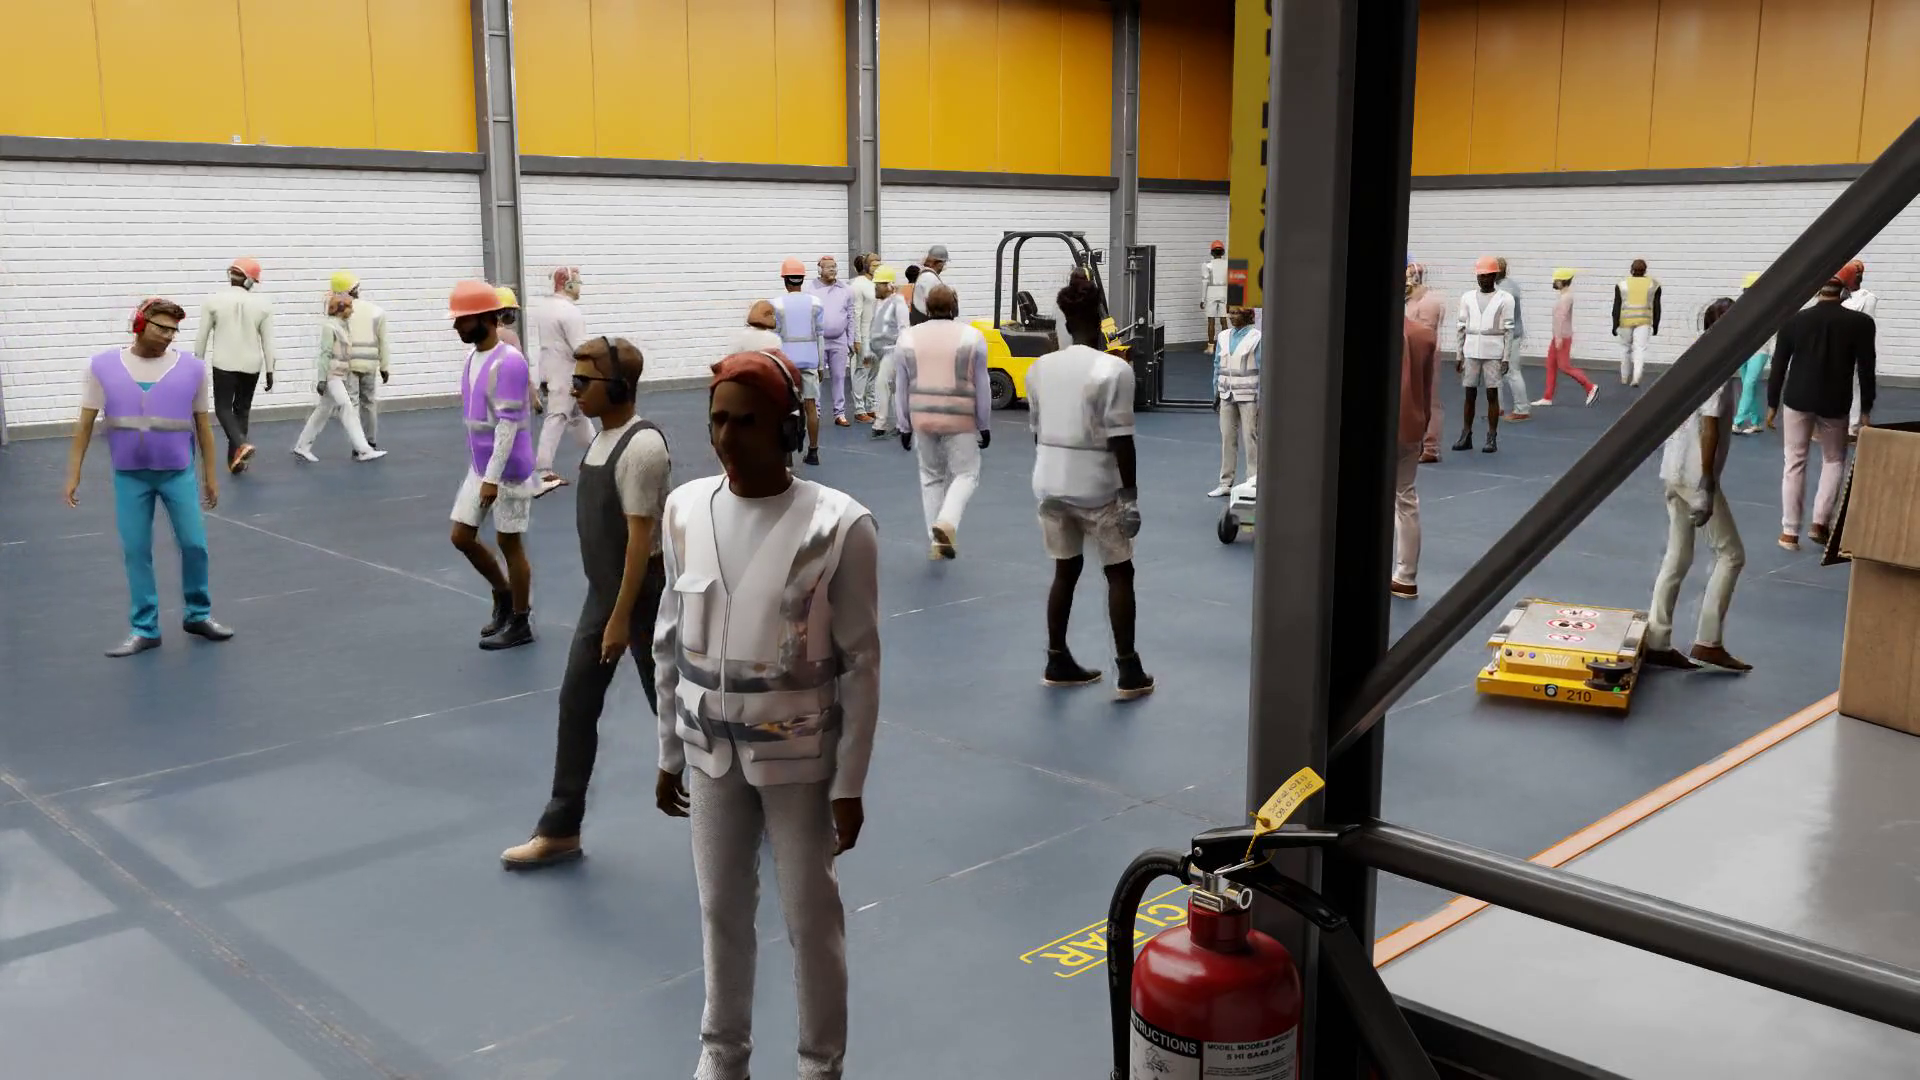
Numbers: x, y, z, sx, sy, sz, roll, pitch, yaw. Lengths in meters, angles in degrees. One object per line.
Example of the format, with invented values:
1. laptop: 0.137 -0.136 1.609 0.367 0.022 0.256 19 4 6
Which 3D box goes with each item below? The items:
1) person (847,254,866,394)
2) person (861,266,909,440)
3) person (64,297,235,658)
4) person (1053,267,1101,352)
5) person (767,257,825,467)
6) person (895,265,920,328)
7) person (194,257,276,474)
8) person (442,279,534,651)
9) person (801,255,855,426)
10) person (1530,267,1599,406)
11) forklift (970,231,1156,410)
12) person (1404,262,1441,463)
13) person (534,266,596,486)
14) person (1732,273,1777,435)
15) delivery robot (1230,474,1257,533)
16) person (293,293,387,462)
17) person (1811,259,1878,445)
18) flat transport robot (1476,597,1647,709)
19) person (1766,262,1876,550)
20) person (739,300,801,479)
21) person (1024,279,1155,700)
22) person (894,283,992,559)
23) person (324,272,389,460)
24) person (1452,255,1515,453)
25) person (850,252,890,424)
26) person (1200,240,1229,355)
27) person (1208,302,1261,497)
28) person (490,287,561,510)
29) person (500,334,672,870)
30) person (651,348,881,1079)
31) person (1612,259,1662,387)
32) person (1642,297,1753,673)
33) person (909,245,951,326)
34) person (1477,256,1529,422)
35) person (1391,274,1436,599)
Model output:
1. person: -1.301 -2.904 22.443 0.513 1.873 0.328 9 13 39
2. person: -0.824 -1.950 17.402 0.779 1.804 0.594 -5 12 -27
3. person: -4.175 -0.322 8.530 0.702 1.820 0.416 -3 11 -18
4. person: 1.112 -1.500 14.837 0.623 1.848 0.578 -7 12 -33
5. person: -1.521 -1.642 15.425 0.540 1.930 0.384 -3 11 -16
6. person: -0.715 -3.213 24.625 0.532 1.690 0.319 4 11 20
7. person: -6.424 -1.537 14.819 0.674 1.939 0.768 -7 12 -33
8. person: -2.394 -0.368 8.507 0.541 1.915 0.431 10 14 43
9. person: -1.473 -2.209 18.542 0.650 1.913 0.409 -4 11 -19
10. person: 7.571 -2.520 20.688 0.726 1.749 0.523 2 11 12
11. forklift: 1.222 -2.721 20.561 2.313 2.155 1.214 2 11 13
12. person: 4.124 -1.634 15.491 0.858 1.872 0.664 -3 11 -16
13. person: -3.255 -1.395 14.224 0.968 1.857 0.679 -6 12 -30
14. person: 8.382 -1.971 17.753 0.866 1.731 0.539 -5 12 -26
15. delivery robot: 2.154 -0.303 11.596 0.477 0.478 0.707 6 12 29
16. person: -5.909 -1.513 15.629 0.879 1.592 0.557 -1 10 -7
17. person: 9.033 -1.905 16.952 0.355 1.887 0.573 -2 11 -10
18. flat transport robot: 2.980 0.523 8.123 0.652 0.197 1.431 5 12 26
19. person: 5.841 -0.911 11.313 0.657 1.961 0.498 5 12 27
20. person: -1.715 -1.253 14.210 0.858 1.593 0.506 -9 14 -40
21. person: 0.580 -0.231 7.734 0.661 1.932 0.407 10 14 43
22. person: -0.116 -0.750 10.808 0.640 1.829 0.608 3 11 17
23. person: -5.883 -1.680 16.019 0.721 1.779 0.630 10 14 44
24. person: 5.153 -1.829 16.397 0.551 1.936 0.356 7 13 35
25. person: -1.020 -2.303 18.983 0.353 1.937 0.635 7 12 33
26. person: 4.604 -4.348 29.855 0.613 2.038 0.393 -2 11 -9
27. person: 2.255 -1.134 13.424 0.310 1.638 0.523 -9 14 -41
28. person: -3.537 -1.110 13.080 0.907 1.722 0.544 -8 13 -38
29. person: -1.109 0.199 5.700 0.938 1.812 0.511 -8 13 -36
30. person: -0.457 0.508 3.806 0.573 1.883 0.356 5 11 24
31. person: 9.589 -3.075 23.592 0.637 1.800 0.971 4 11 20
32. person: 3.664 -0.258 8.132 0.630 1.830 0.578 0 10 -2
33. person: -0.388 -2.852 21.698 0.550 2.000 0.698 0 10 -2
34. person: 6.215 -2.269 18.929 0.668 1.886 0.649 2 11 12
35. person: 2.468 -0.618 9.675 0.618 1.990 0.400 -5 12 -25
